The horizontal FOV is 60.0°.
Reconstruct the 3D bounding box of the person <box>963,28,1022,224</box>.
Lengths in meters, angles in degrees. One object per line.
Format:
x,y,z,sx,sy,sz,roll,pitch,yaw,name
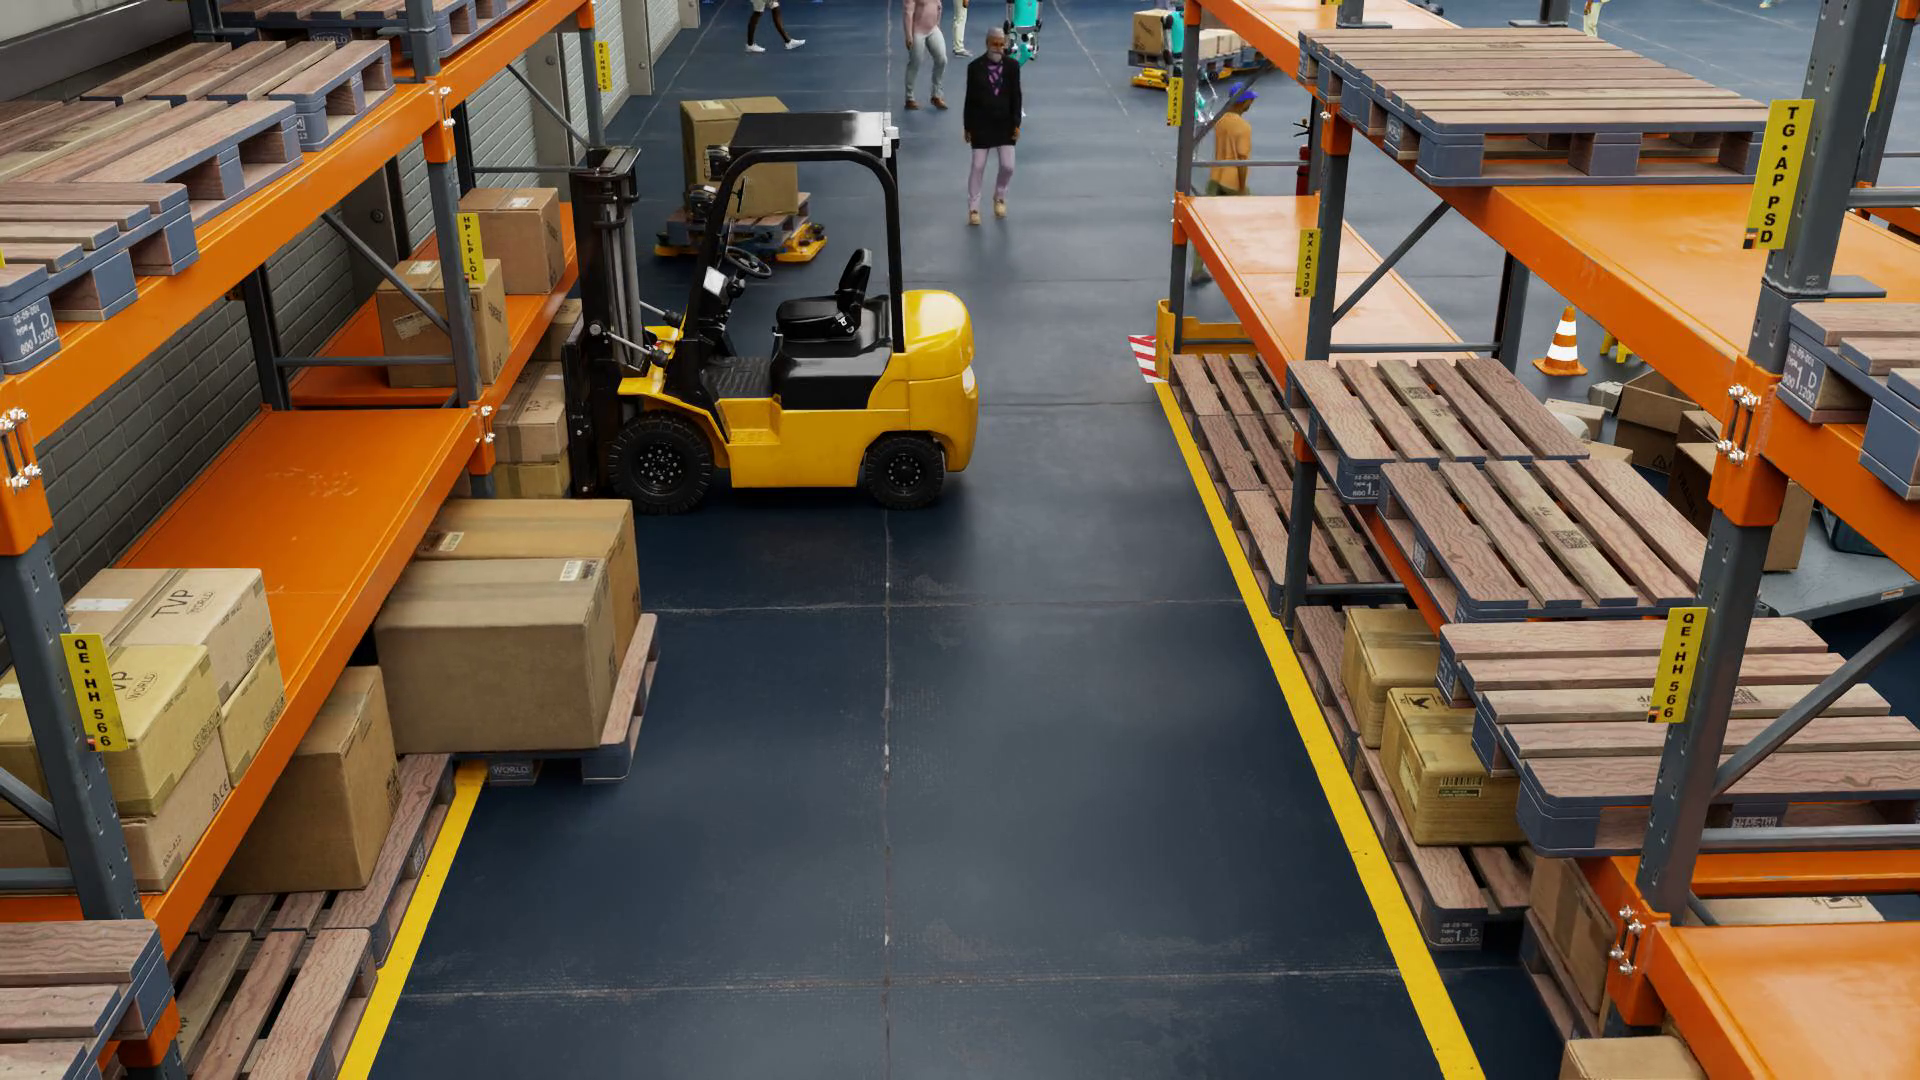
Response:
0.304,-3.895,15.712,0.552,1.835,0.453,-3,25,-5,person

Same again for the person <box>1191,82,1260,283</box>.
2.334,-3.019,14.046,0.886,1.664,0.473,-16,29,-30,person

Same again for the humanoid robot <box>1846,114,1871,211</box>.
8.513,-3.926,15.966,0.338,1.655,0.607,-10,27,-20,humanoid robot

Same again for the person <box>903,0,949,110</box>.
-0.458,-6.328,20.813,0.633,1.893,0.713,-19,31,-35,person

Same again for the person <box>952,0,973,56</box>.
0.039,-8.105,24.739,0.346,1.743,0.561,-5,26,-10,person

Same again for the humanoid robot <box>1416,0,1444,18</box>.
5.630,-5.899,20.144,0.600,1.638,0.489,-12,28,-24,humanoid robot

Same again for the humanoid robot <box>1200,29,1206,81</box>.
3.162,-7.101,22.695,0.423,1.646,0.613,23,34,39,humanoid robot

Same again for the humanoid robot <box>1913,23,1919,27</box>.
15.263,-8.615,25.975,0.790,1.647,0.613,13,28,26,humanoid robot

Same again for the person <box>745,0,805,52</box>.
-2.824,-8.267,24.961,0.986,1.844,0.576,1,25,3,person

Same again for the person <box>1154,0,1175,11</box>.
3.097,-8.328,25.120,0.570,1.826,0.660,8,26,16,person

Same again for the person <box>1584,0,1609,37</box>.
8.941,-7.572,23.457,0.400,1.886,0.507,9,27,19,person

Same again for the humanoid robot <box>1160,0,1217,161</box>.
2.586,-5.002,18.234,0.539,1.799,0.852,-21,32,-37,humanoid robot

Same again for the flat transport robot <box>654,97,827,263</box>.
-1.978,-2.716,15.054,1.431,0.231,0.659,4,26,9,flat transport robot

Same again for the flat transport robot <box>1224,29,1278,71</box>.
3.997,-6.865,23.841,1.431,0.231,0.659,-16,30,-30,flat transport robot

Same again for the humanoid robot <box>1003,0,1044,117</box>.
0.658,-6.092,20.456,0.538,1.750,0.709,-15,29,-29,humanoid robot

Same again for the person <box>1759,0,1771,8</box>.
14.510,-10.436,29.498,0.519,1.897,0.509,-20,32,-36,person

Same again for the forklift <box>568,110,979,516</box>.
-1.043,-1.379,9.976,2.313,2.155,1.214,-1,25,-2,forklift

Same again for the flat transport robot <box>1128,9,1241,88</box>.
3.059,-6.433,22.926,0.659,0.231,1.431,22,33,39,flat transport robot

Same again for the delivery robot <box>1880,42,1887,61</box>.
13.270,-7.337,24.478,0.747,0.570,0.499,-15,29,-29,delivery robot
